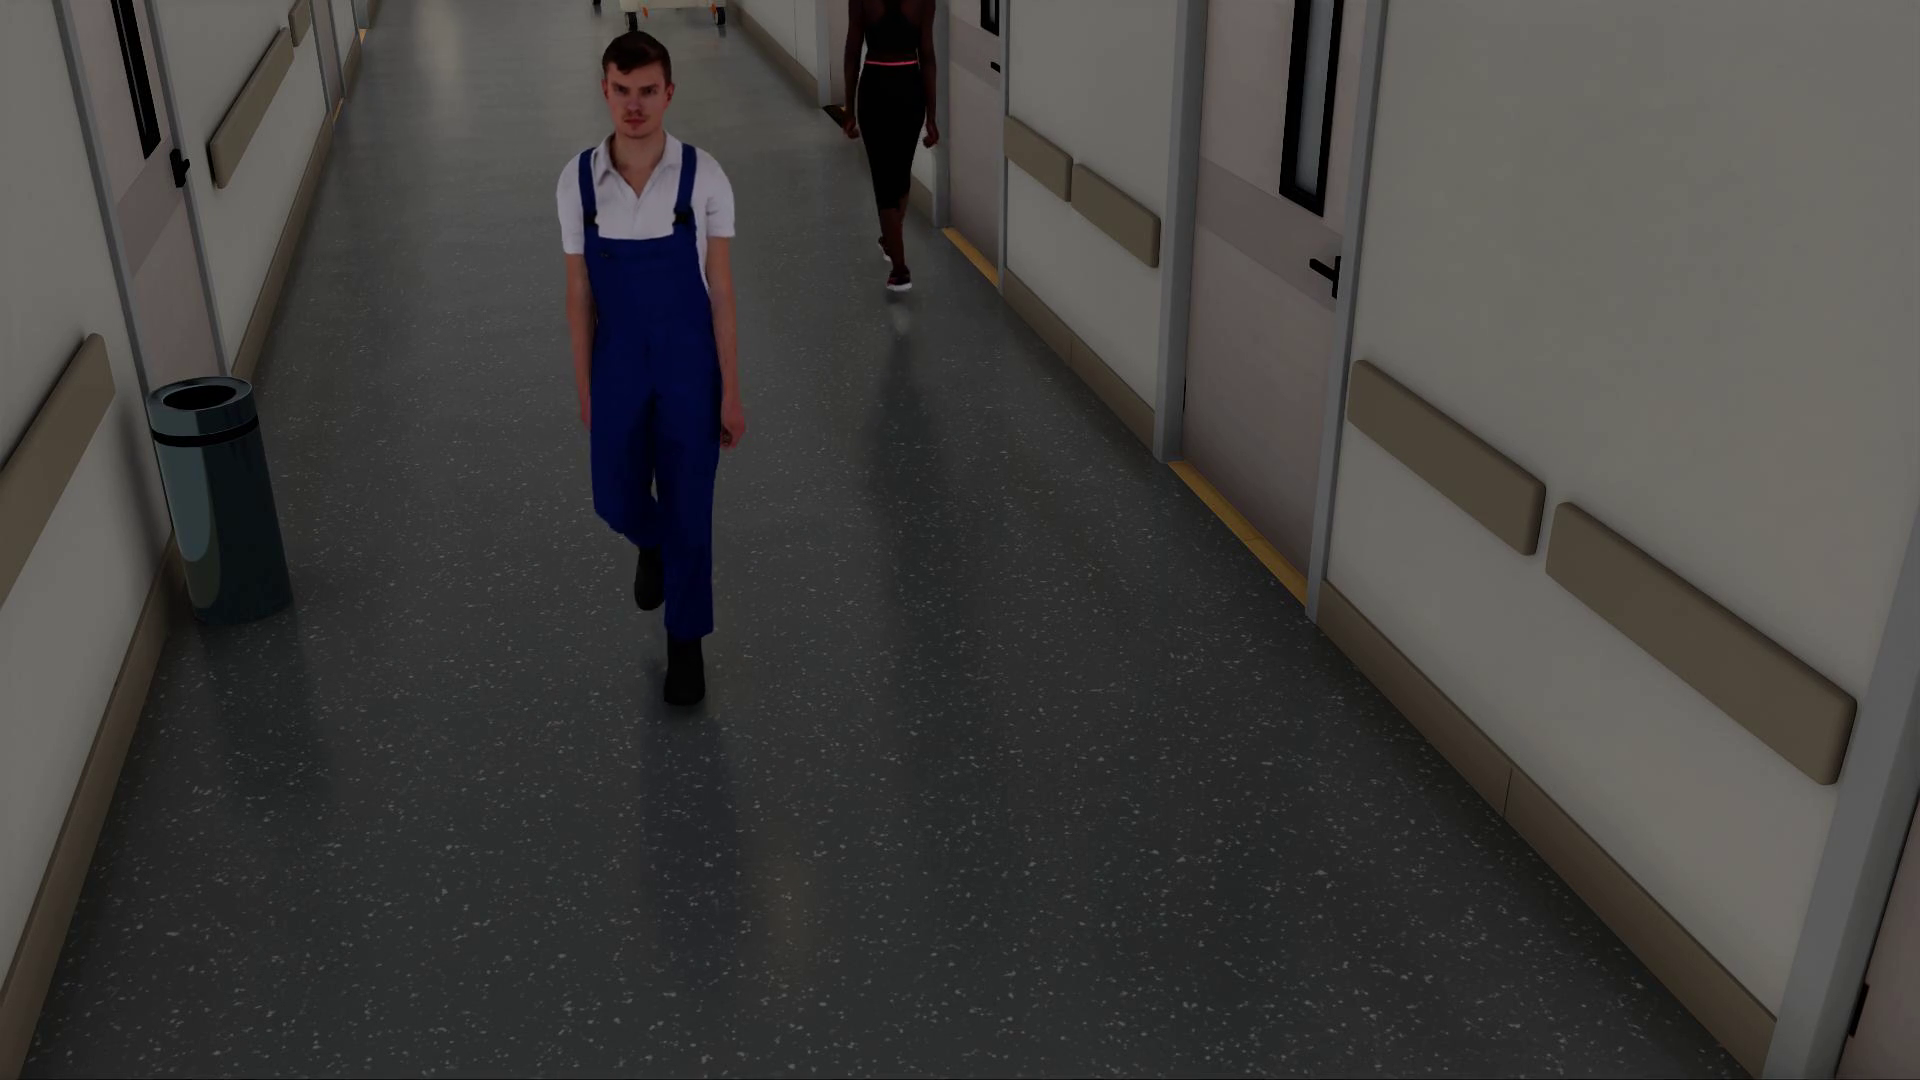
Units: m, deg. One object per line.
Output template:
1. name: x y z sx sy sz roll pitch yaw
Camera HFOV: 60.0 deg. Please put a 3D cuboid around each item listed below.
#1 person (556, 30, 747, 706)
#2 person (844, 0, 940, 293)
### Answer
1. person: -0.824 -0.476 4.616 0.925 1.833 0.786 -2 26 -4
2. person: -0.326 -2.025 7.970 1.117 1.709 0.711 -4 26 -9
